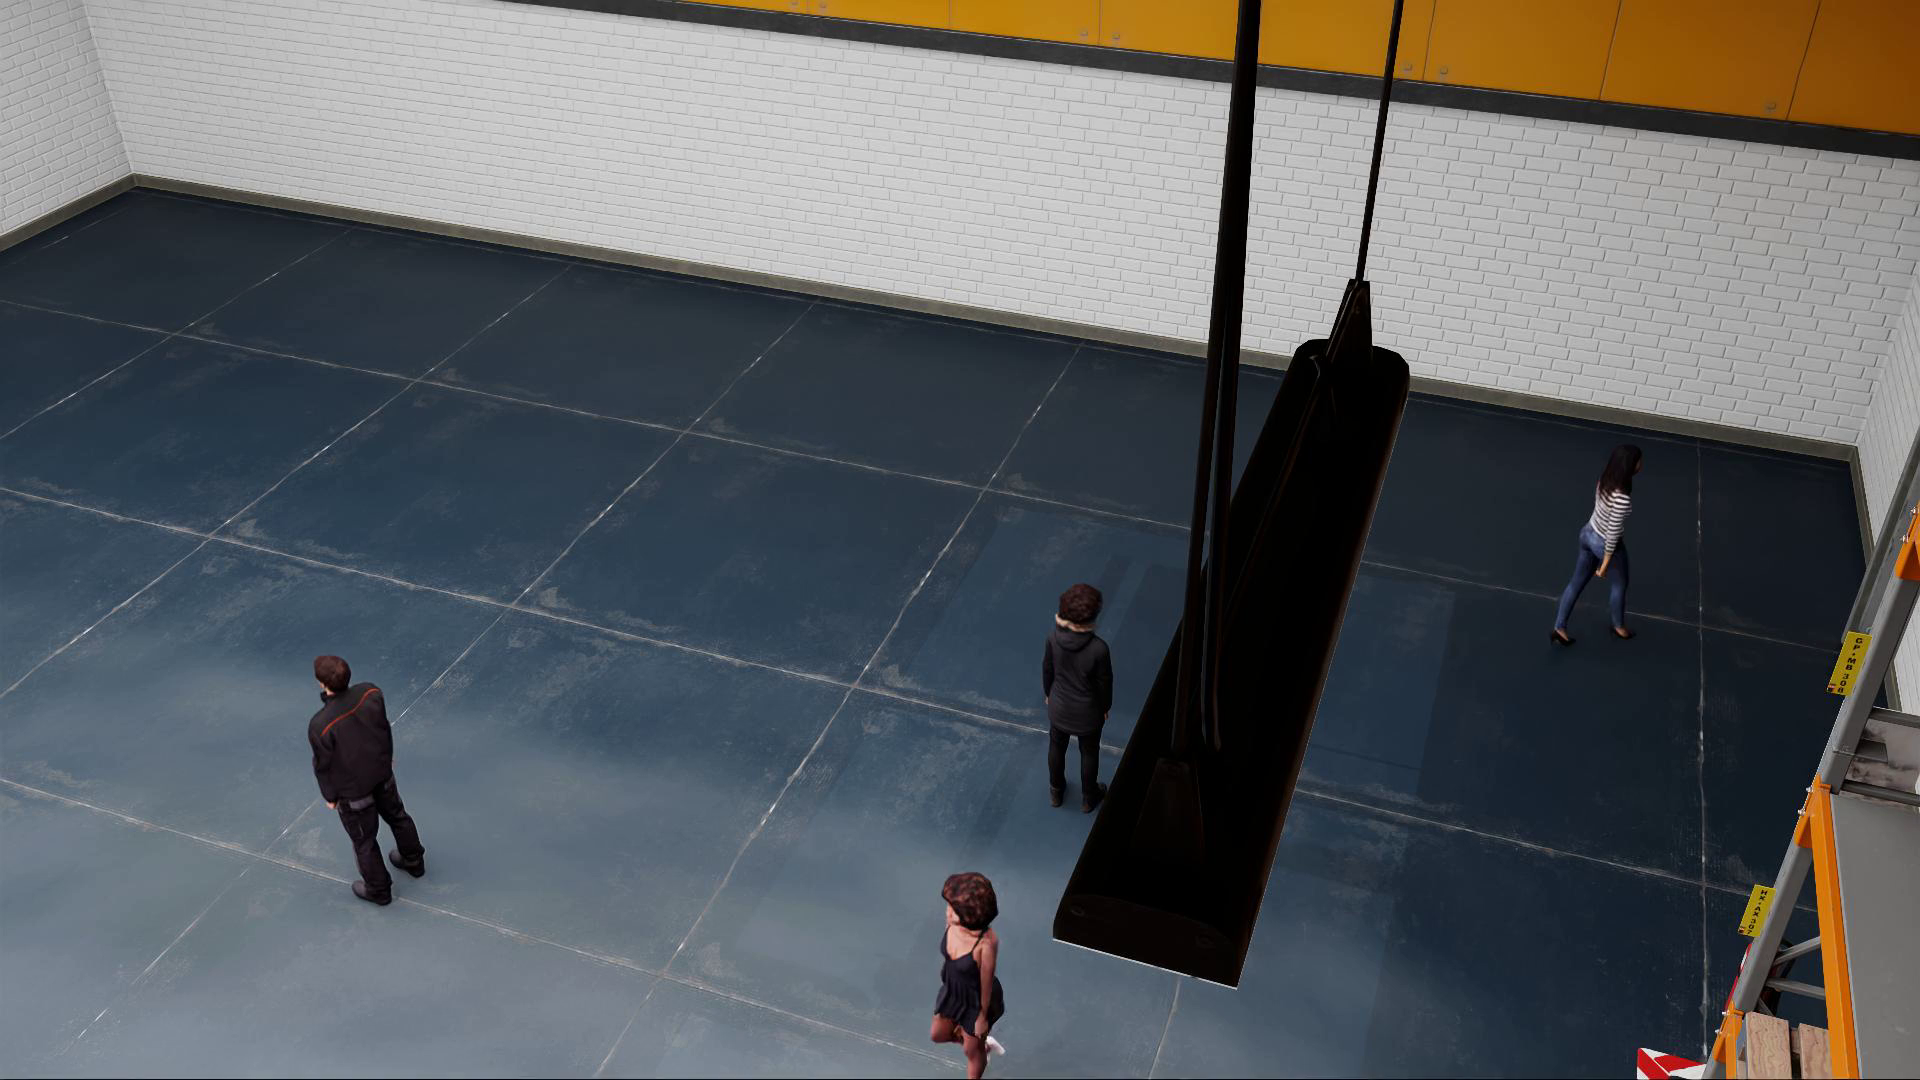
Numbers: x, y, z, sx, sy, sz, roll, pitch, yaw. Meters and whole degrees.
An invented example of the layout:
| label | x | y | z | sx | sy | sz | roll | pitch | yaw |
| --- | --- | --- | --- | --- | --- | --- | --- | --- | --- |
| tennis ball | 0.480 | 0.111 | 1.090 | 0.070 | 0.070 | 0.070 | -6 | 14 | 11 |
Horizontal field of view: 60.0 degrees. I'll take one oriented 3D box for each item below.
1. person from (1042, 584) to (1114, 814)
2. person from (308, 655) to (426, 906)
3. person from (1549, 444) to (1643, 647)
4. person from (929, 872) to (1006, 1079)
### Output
| label | x | y | z | sx | sy | sz | roll | pitch | yaw |
| --- | --- | --- | --- | --- | --- | --- | --- | --- | --- |
| person | 0.770 | 1.062 | 10.973 | 0.618 | 1.778 | 0.570 | 12 | 36 | 18 |
| person | -3.698 | 1.469 | 10.306 | 0.811 | 1.838 | 0.579 | 18 | 38 | 25 |
| person | 4.712 | 0.074 | 12.464 | 0.910 | 1.773 | 0.960 | -5 | 34 | -7 |
| person | 0.123 | 2.421 | 8.927 | 0.816 | 1.779 | 0.719 | -26 | 41 | -33 |
